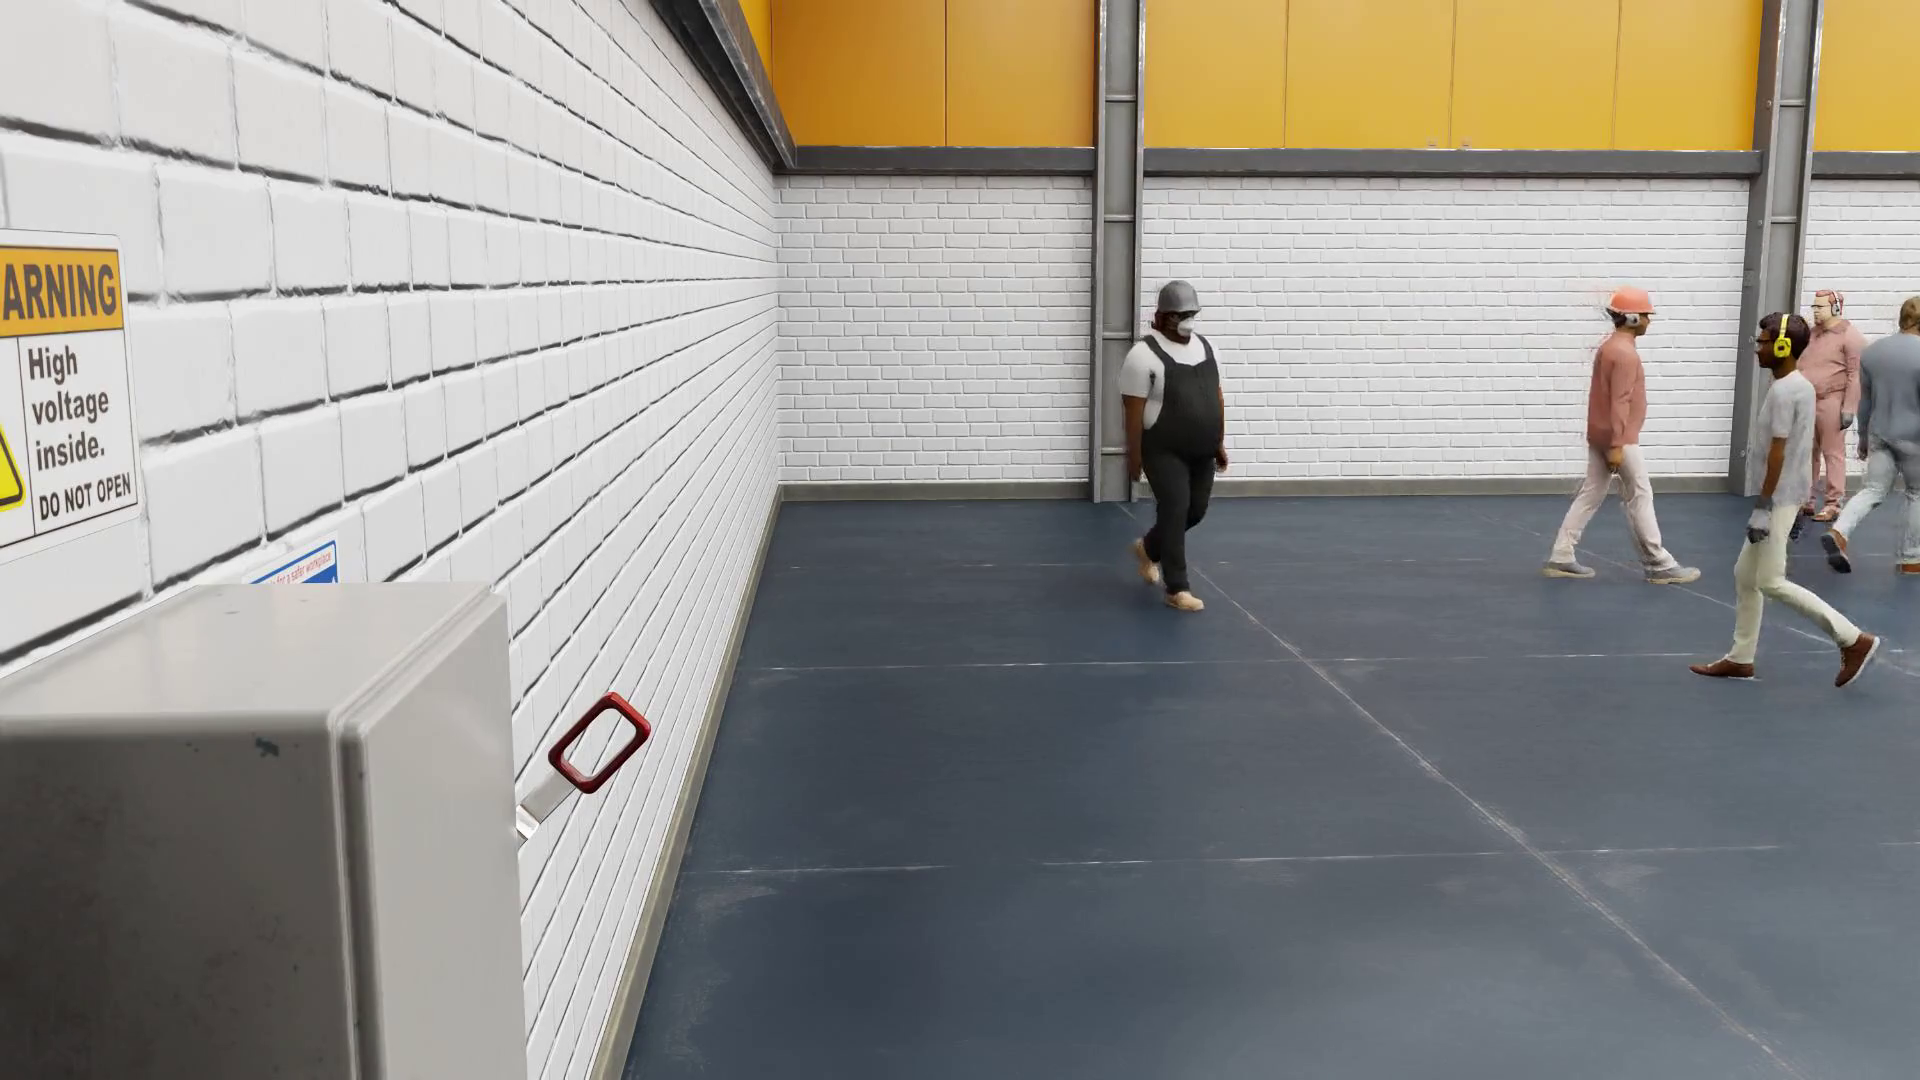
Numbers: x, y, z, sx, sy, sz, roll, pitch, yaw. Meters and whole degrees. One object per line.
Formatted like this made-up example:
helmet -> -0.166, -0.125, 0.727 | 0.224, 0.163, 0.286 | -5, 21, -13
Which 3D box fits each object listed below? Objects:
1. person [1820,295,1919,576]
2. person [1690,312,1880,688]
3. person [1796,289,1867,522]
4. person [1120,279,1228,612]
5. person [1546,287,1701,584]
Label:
person -> 6.200, -0.676, 11.083 | 0.866, 1.903, 0.633 | -4, 10, -23
person -> 4.065, -0.178, 8.101 | 0.759, 1.848, 0.513 | 5, 10, 29
person -> 7.100, -1.105, 13.719 | 0.403, 1.906, 0.651 | -3, 9, -16
person -> 1.292, -0.624, 10.277 | 0.688, 2.000, 0.846 | -6, 11, -33
person -> 4.376, -0.679, 10.937 | 0.940, 1.947, 0.640 | 1, 9, 6
